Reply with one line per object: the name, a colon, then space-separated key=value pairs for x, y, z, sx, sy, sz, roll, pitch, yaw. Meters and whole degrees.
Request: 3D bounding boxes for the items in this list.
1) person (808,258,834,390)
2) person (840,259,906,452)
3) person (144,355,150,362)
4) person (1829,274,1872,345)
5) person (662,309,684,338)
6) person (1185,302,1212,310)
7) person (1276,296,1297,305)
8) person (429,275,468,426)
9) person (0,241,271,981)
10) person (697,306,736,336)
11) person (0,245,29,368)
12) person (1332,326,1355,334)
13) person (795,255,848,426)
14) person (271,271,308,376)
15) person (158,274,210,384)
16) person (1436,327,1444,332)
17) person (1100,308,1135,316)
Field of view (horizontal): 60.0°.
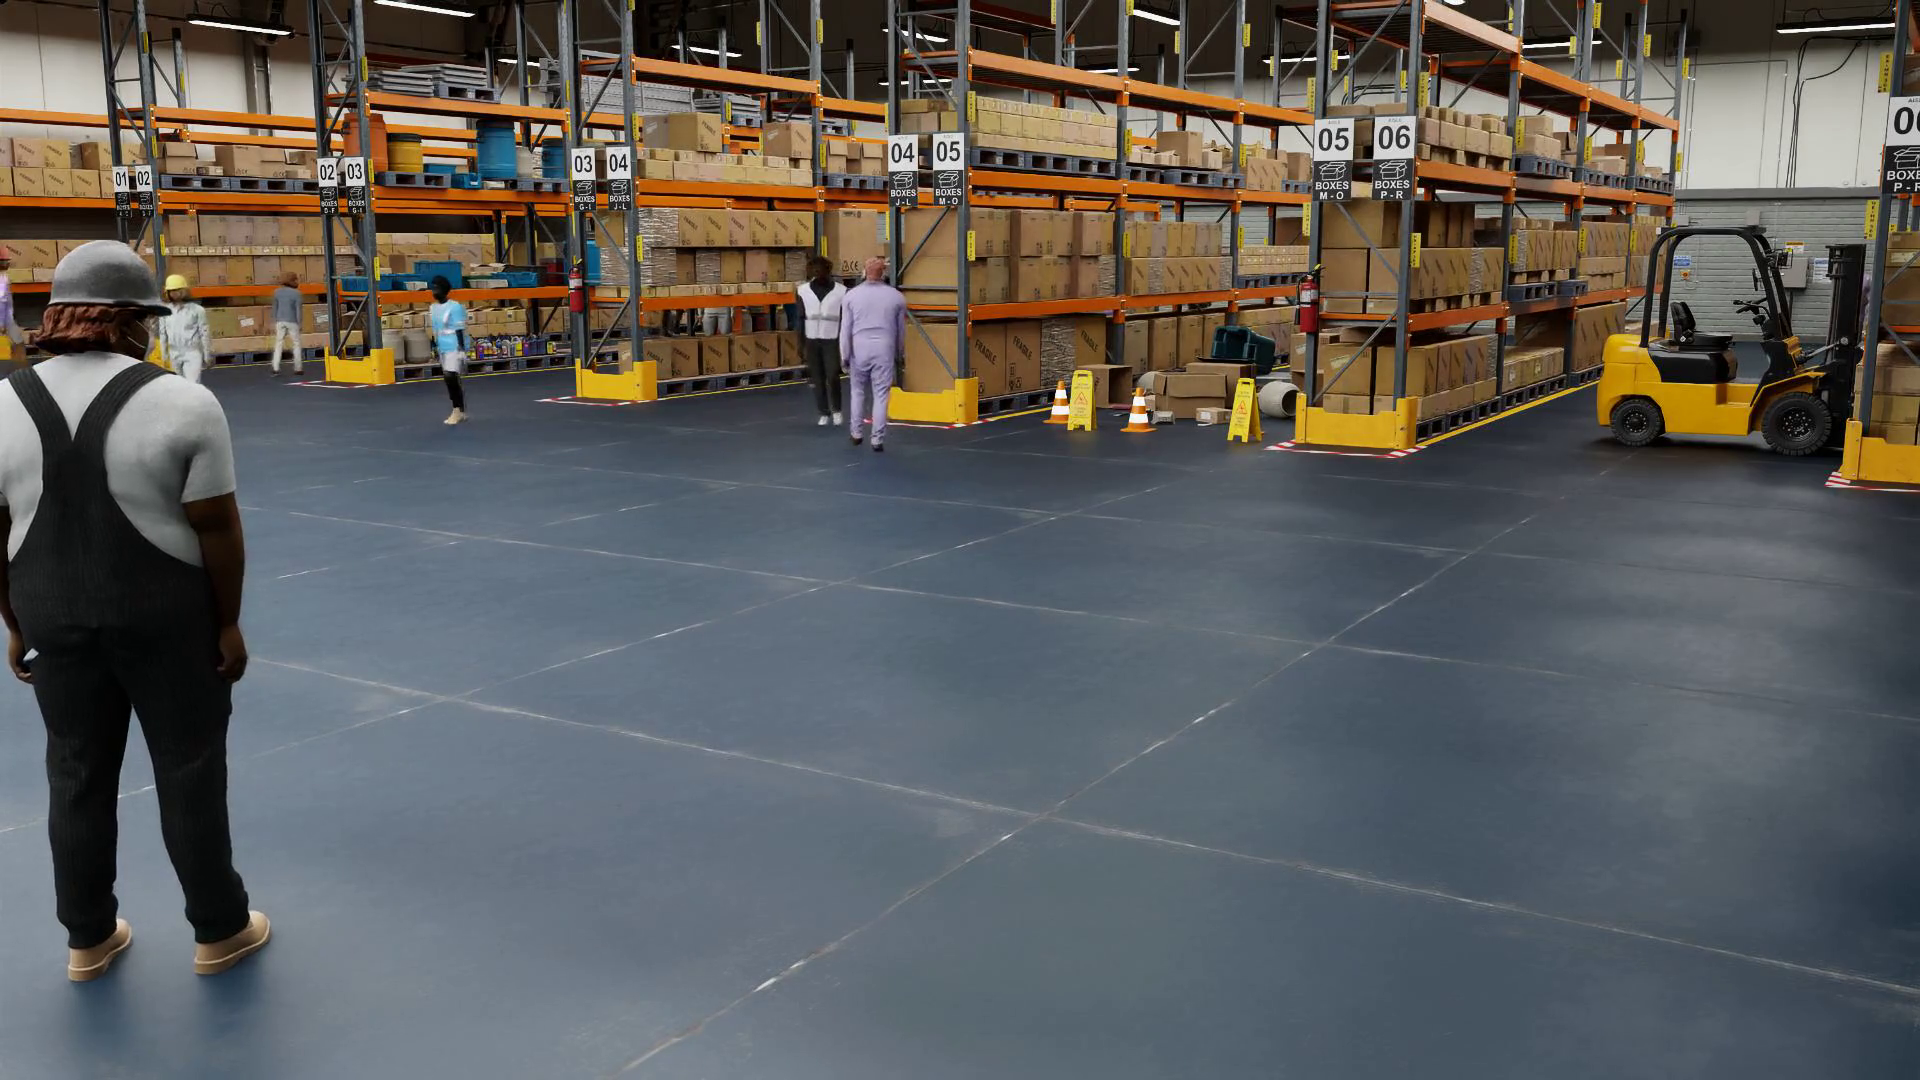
person: x=-1.906 y=-2.983 z=23.044 sx=0.508 sy=1.814 sz=0.562 roll=8 pitch=13 yaw=37
person: x=-0.865 y=-1.833 z=16.462 sx=0.649 sy=1.858 sz=0.984 roll=-1 pitch=10 yaw=-4
person: x=-6.769 y=-1.195 z=13.407 sx=0.530 sy=1.673 sz=0.743 roll=4 pitch=11 yaw=22
person: x=12.768 y=-3.178 z=23.852 sx=0.582 sy=1.918 sz=0.392 roll=6 pitch=12 yaw=30
person: x=-6.164 y=-5.289 z=35.589 sx=0.626 sy=1.945 sz=0.614 roll=6 pitch=12 yaw=31
person: x=4.822 y=-4.950 z=33.618 sx=0.623 sy=1.973 sz=0.830 roll=1 pitch=10 yaw=7
person: x=6.411 y=-4.582 z=32.586 sx=0.527 sy=1.593 sz=0.849 roll=8 pitch=13 yaw=38
person: x=-5.661 y=-2.094 z=18.460 sx=0.602 sy=1.673 sz=0.556 roll=8 pitch=13 yaw=38
person: x=-2.294 y=0.194 z=4.601 sx=0.684 sy=2.000 sz=0.536 roll=-1 pitch=10 yaw=-4
person: x=-3.696 y=-3.443 z=25.295 sx=0.625 sy=1.931 sz=0.369 roll=0 pitch=10 yaw=0
person: x=-13.368 y=-3.081 z=23.089 sx=0.612 sy=2.001 sz=1.037 roll=7 pitch=12 yaw=33
person: x=6.040 y=-3.589 z=26.138 sx=0.552 sy=1.923 sz=0.470 roll=5 pitch=11 yaw=25
person: x=-1.517 y=-2.194 z=18.417 sx=0.599 sy=1.886 sz=0.610 roll=1 pitch=10 yaw=4
person: x=-10.280 y=-3.286 z=25.352 sx=0.515 sy=1.597 sz=0.599 roll=2 pitch=10 yaw=11
person: x=-8.219 y=-1.975 z=17.696 sx=0.482 sy=1.711 sz=0.838 roll=-1 pitch=10 yaw=-3
person: x=8.258 y=-4.060 z=28.808 sx=0.551 sy=1.911 sz=0.667 roll=8 pitch=13 yaw=38
person: x=2.448 y=-3.528 z=25.784 sx=0.559 sy=1.924 sz=0.416 roll=6 pitch=12 yaw=30
